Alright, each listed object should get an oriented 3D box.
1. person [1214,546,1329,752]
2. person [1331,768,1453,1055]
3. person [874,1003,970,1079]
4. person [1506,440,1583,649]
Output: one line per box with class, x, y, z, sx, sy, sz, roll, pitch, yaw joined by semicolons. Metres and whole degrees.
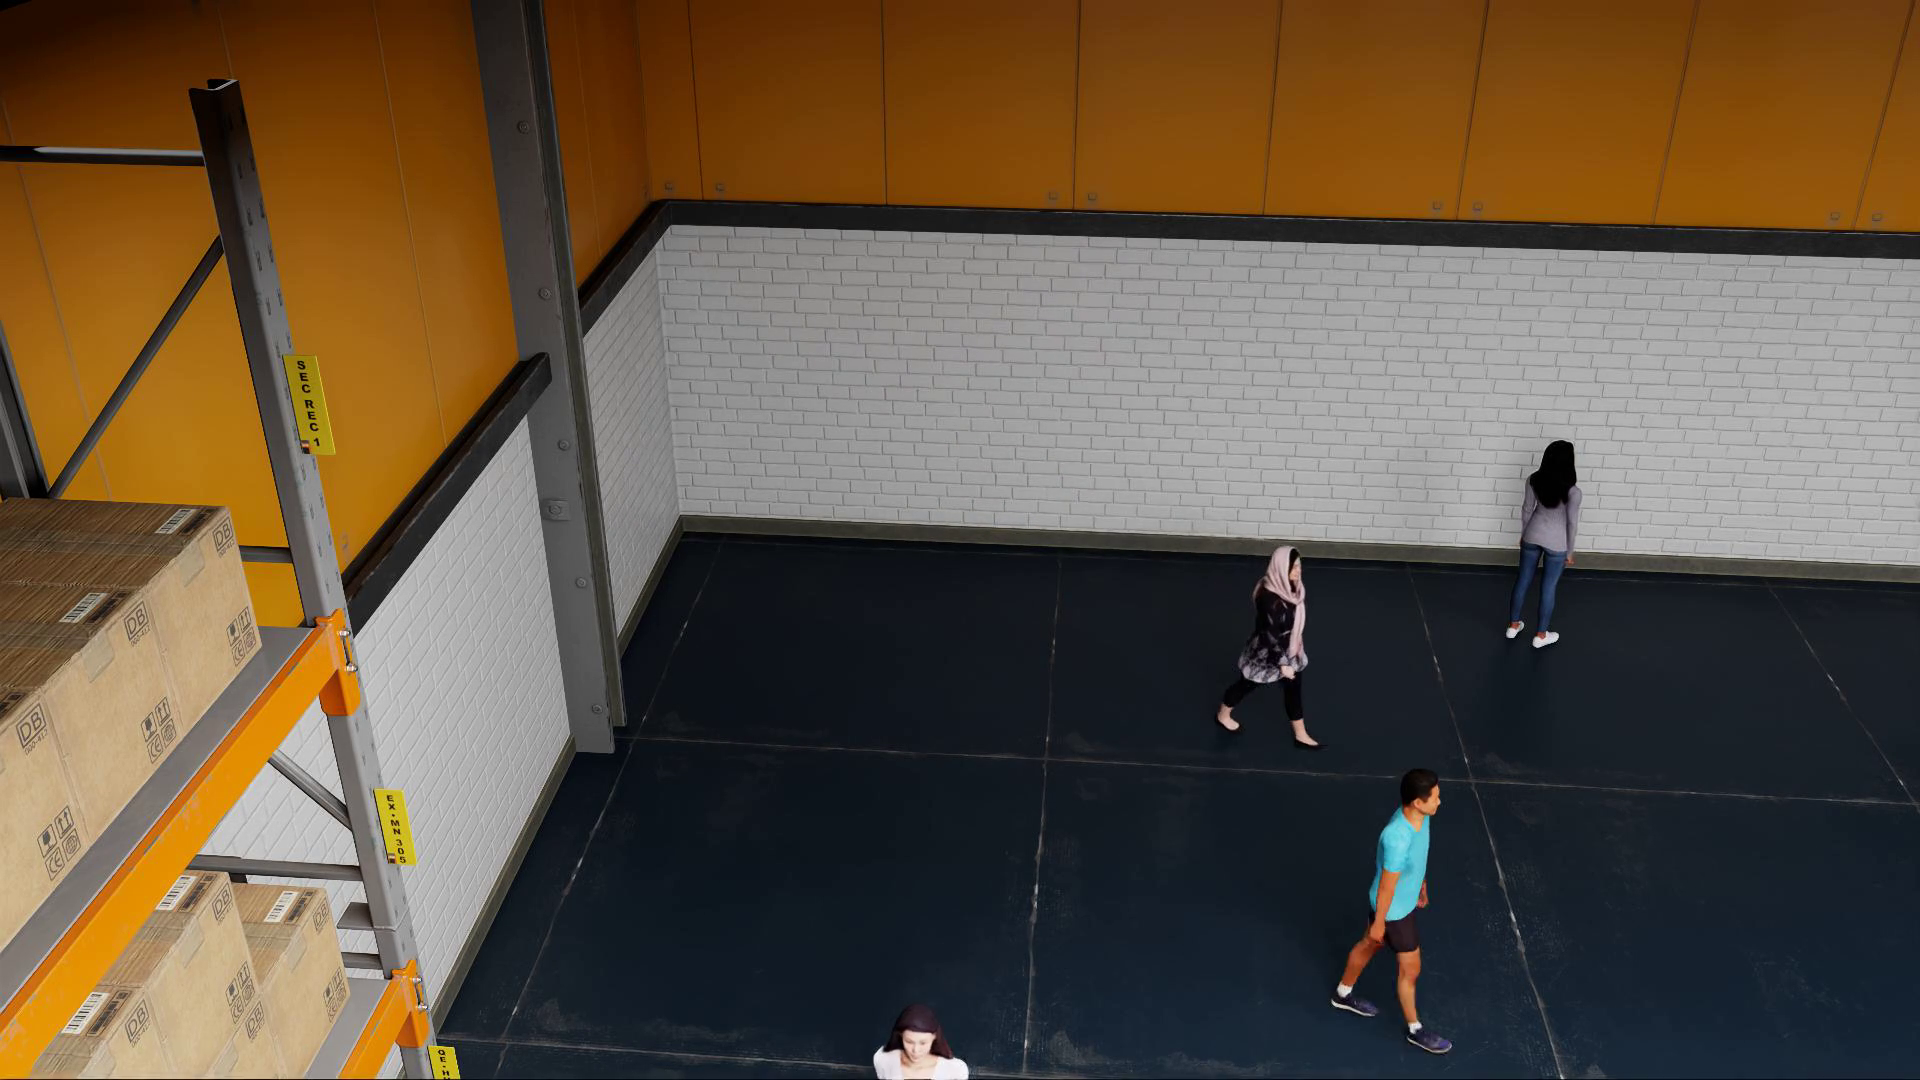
person;2.122;0.760;11.745;1.037;1.592;1.118;18;34;30
person;2.329;2.002;9.300;0.928;1.753;0.995;15;32;25
person;-0.167;2.805;7.951;0.620;1.636;1.100;3;29;6
person;4.549;0.024;12.944;0.688;1.736;0.724;24;37;37
